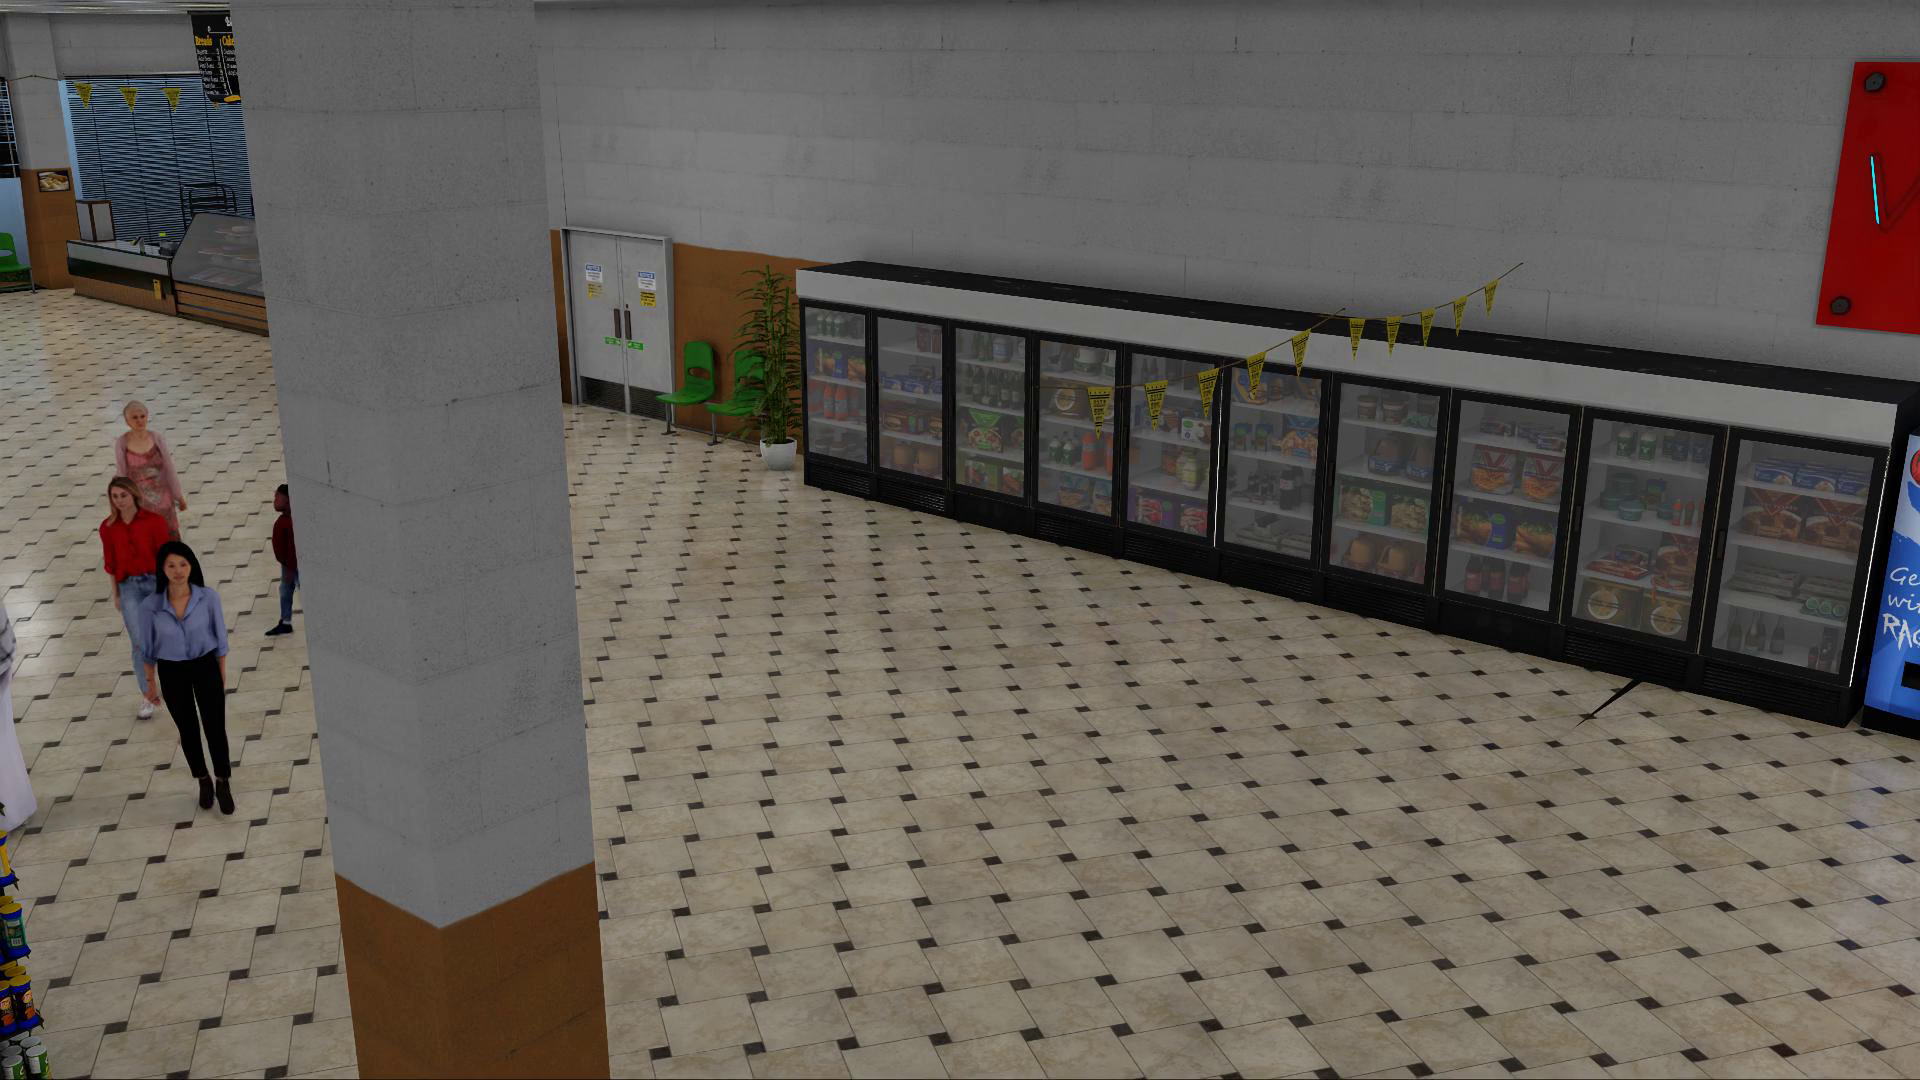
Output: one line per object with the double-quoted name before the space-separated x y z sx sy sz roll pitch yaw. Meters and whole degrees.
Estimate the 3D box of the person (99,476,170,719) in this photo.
"person" -5.763 0.358 11.809 1.114 1.670 1.032 -6 18 -19

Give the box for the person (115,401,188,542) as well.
"person" -6.924 -0.364 14.161 0.573 1.685 0.706 -16 23 -42

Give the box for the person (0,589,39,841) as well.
"person" -5.798 0.841 9.776 0.858 1.927 0.774 1 17 4

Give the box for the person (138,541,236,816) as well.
"person" -4.712 0.823 10.173 0.761 1.730 0.841 -6 18 -20
